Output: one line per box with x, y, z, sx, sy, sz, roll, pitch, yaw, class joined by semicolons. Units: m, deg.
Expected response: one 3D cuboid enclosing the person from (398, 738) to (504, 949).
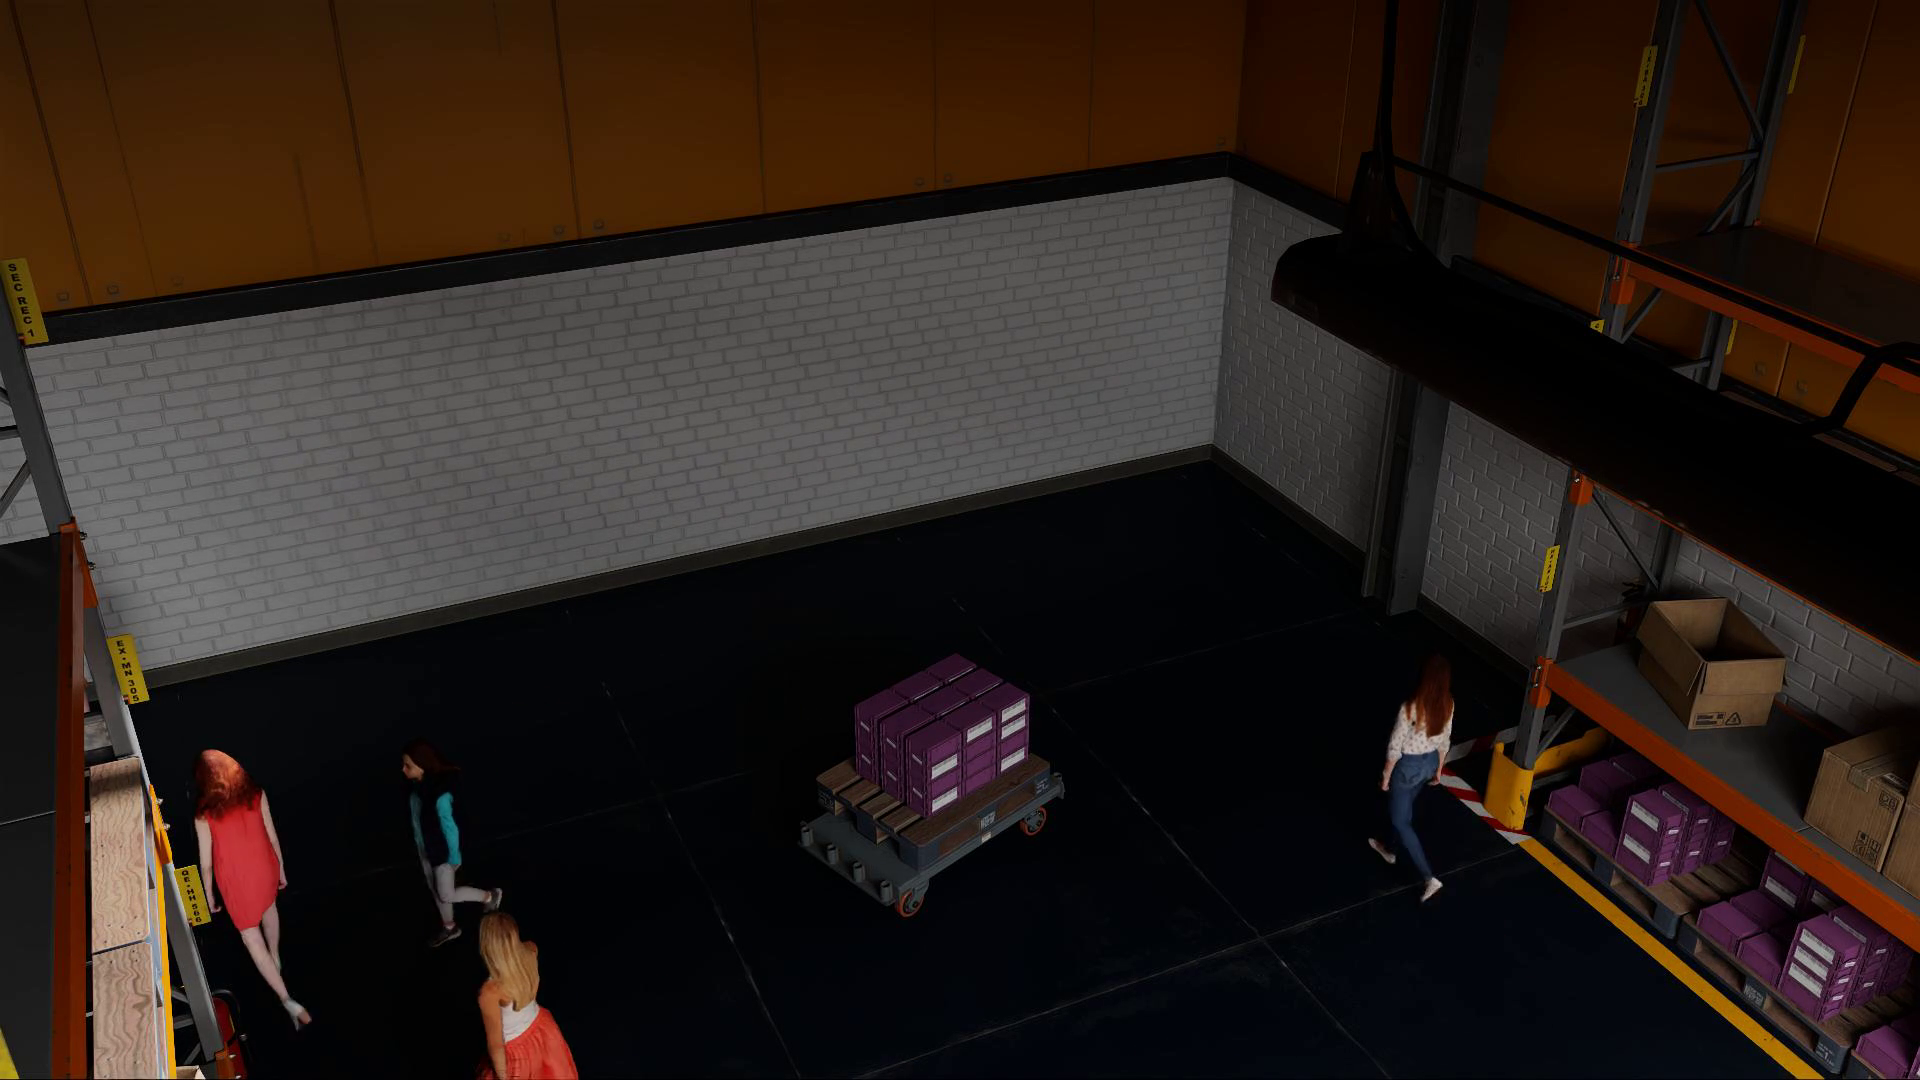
-3.102;1.807;10.070;0.754;1.485;0.757;-24;37;-37;person

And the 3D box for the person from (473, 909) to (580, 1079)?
-2.090;2.616;8.318;1.343;1.744;1.188;13;31;23;person

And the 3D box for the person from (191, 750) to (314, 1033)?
-3.982;1.998;9.403;0.827;1.790;1.194;-24;36;-36;person

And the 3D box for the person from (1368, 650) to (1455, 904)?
2.887;1.483;10.432;0.589;1.708;1.016;-11;31;-19;person
